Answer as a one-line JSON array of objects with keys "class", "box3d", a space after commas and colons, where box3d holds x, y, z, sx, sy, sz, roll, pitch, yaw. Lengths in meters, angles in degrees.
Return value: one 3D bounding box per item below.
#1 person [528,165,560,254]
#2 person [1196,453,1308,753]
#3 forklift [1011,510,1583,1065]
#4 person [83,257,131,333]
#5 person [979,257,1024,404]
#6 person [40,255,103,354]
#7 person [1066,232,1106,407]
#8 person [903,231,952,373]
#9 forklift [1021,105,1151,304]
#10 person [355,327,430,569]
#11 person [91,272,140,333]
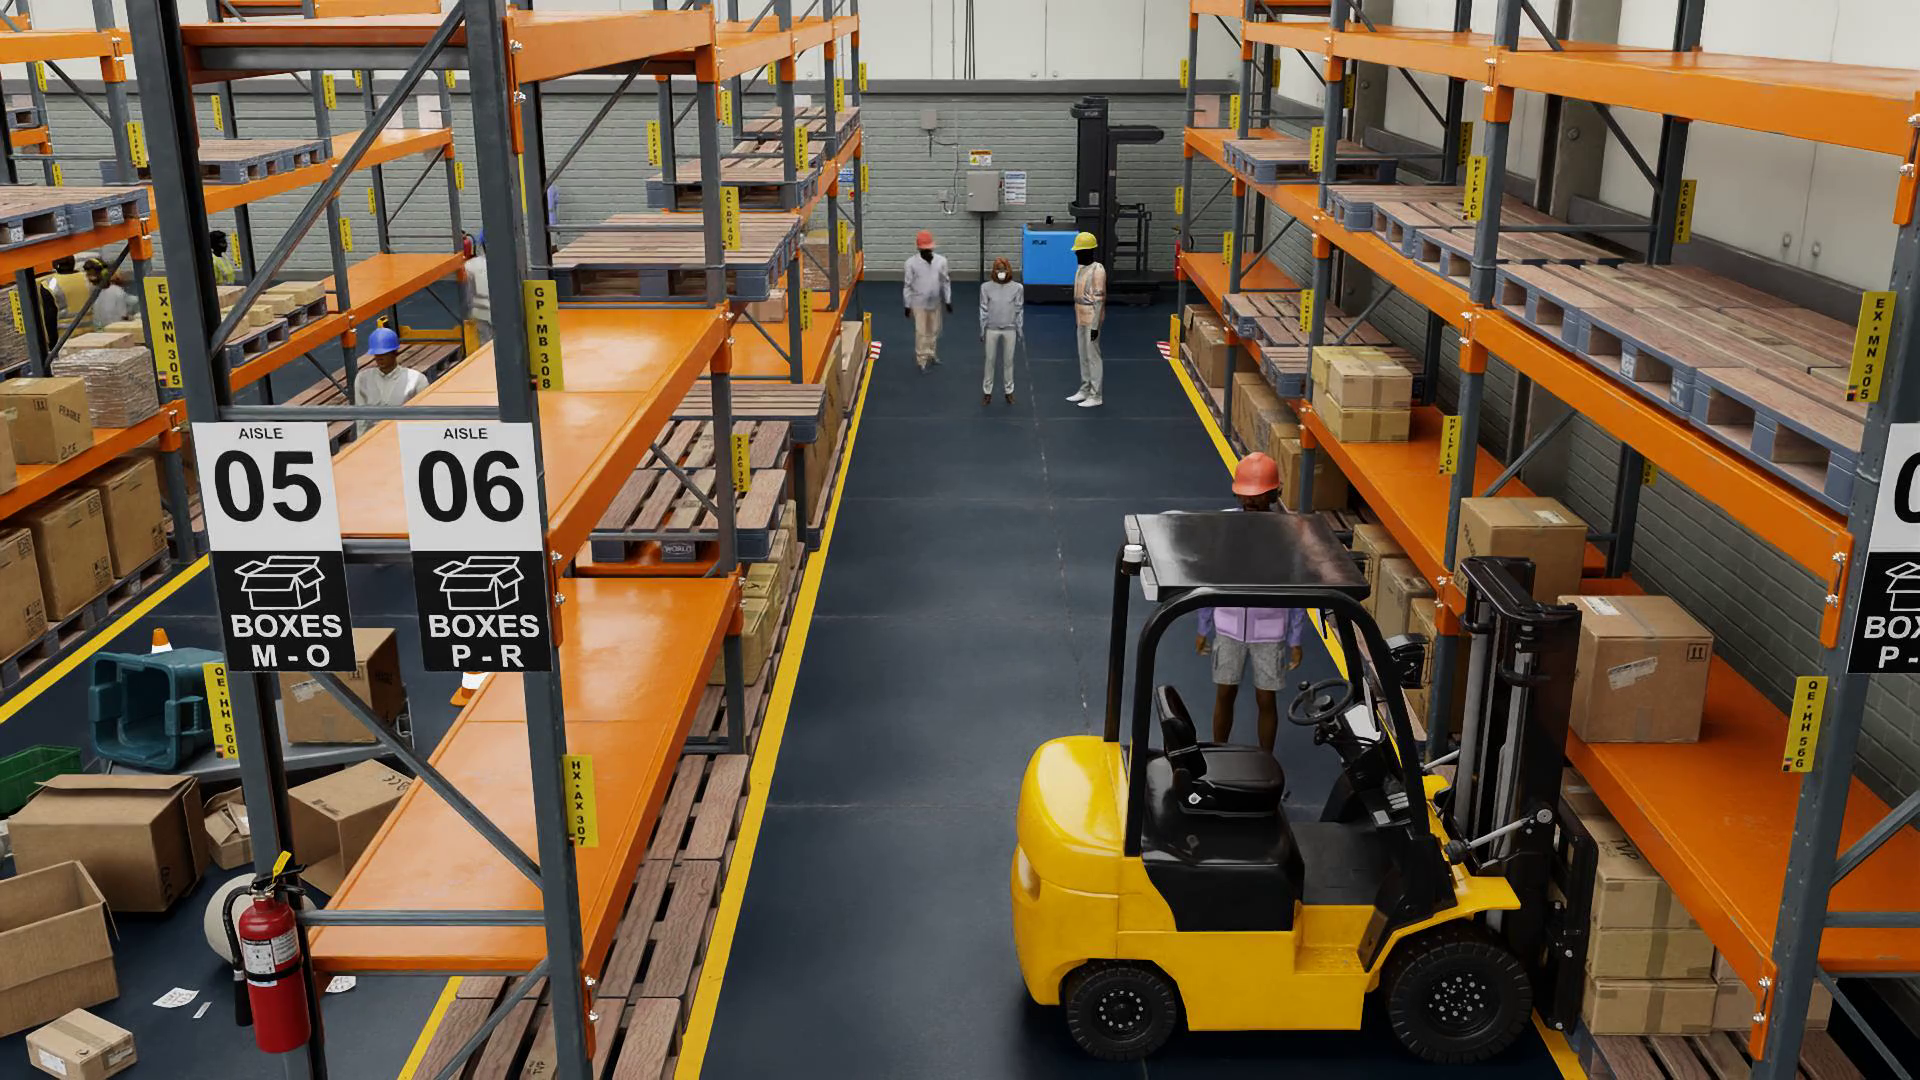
[{"class": "person", "box3d": [-6.455, -4.893, 25.762, 0.550, 1.935, 0.376, -16, 24, -41]}, {"class": "person", "box3d": [1.617, 0.500, 9.293, 0.616, 2.041, 0.377, 7, 20, 20]}, {"class": "forklift", "box3d": [1.387, 1.055, 7.378, 2.313, 2.155, 1.214, 0, 18, 0]}, {"class": "person", "box3d": [-8.663, -2.010, 17.194, 0.610, 1.848, 0.494, 10, 21, 27]}, {"class": "person", "box3d": [0.461, -2.321, 18.463, 0.501, 1.633, 0.286, 0, 18, -1]}, {"class": "person", "box3d": [-9.444, -2.195, 17.757, 0.429, 1.844, 0.627, 12, 22, 33]}, {"class": "person", "box3d": [1.396, -2.431, 18.358, 0.386, 1.919, 0.581, -7, 19, -19]}, {"class": "person", "box3d": [-0.427, -2.878, 20.010, 0.606, 1.720, 0.604, -9, 20, -25]}, {"class": "forklift", "box3d": [1.857, -4.944, 24.441, 1.873, 2.768, 1.129, 0, 18, 0]}, {"class": "person", "box3d": [-4.441, -0.718, 13.122, 0.605, 1.949, 0.400, 0, 18, 1]}, {"class": "person", "box3d": [-8.884, -2.036, 17.618, 0.556, 1.620, 0.375, -1, 18, -4]}]
